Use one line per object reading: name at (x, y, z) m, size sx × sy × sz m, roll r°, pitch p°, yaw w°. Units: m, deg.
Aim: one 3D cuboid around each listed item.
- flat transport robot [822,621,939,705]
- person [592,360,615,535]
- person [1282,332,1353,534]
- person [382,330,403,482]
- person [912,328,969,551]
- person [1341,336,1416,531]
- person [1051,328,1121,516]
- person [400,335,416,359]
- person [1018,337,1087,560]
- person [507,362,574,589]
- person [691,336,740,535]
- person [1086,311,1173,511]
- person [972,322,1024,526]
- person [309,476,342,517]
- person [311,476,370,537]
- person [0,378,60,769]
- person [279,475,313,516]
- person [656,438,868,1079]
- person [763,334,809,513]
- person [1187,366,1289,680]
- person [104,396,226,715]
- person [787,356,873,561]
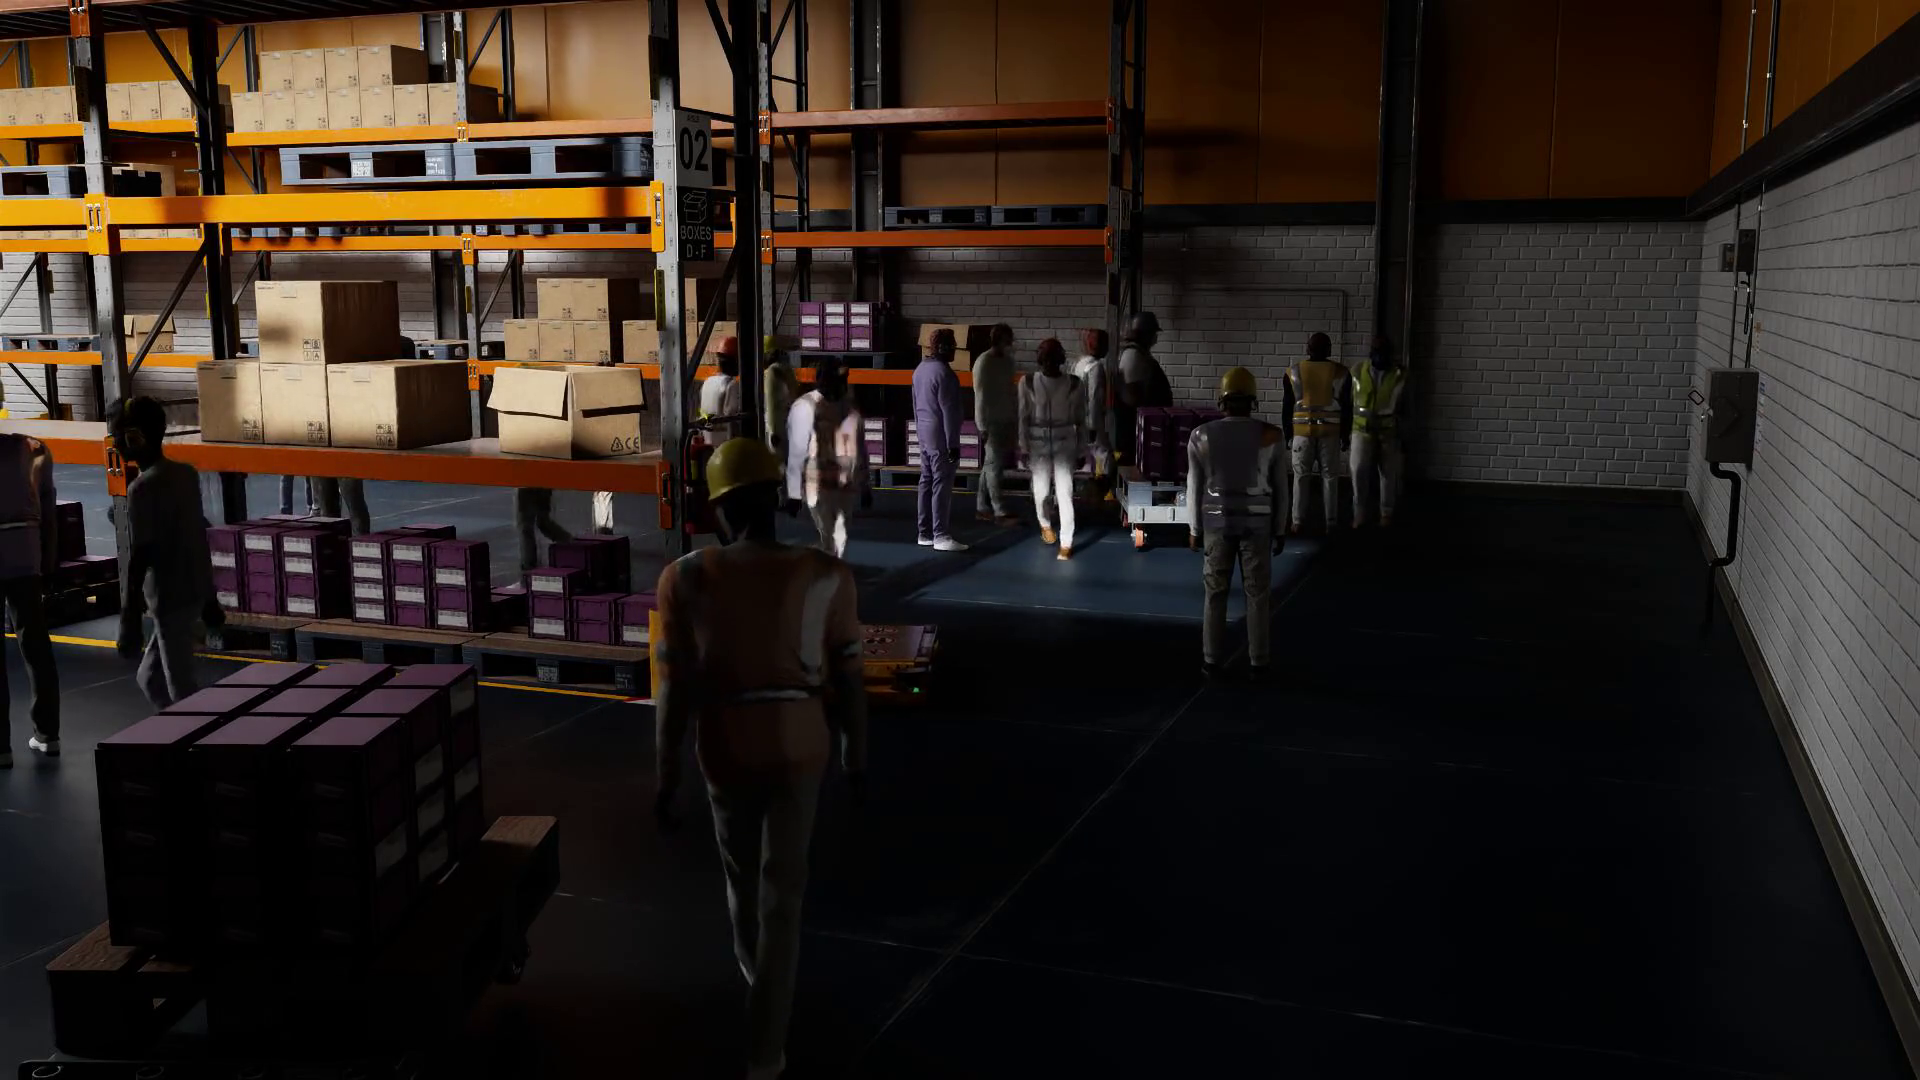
flat transport robot at (-0.482, 0.692, 9.633) m, size 0.652 × 0.197 × 1.431 m, roll 0°, pitch 9°, yaw 2°
person at (-3.006, -0.697, 14.093) m, size 0.307 × 1.641 × 0.514 m, roll -3°, pitch 10°, yaw -18°
person at (3.247, -0.965, 15.143) m, size 0.633 × 1.843 × 0.429 m, roll 2°, pitch 9°, yaw 11°
person at (-6.500, -1.600, 18.883) m, size 0.489 × 1.918 × 0.640 m, roll 3°, pitch 9°, yaw 17°
person at (-0.154, -0.859, 14.276) m, size 0.403 × 1.906 × 0.651 m, roll -4°, pitch 10°, yaw -26°
person at (3.844, -0.977, 15.362) m, size 0.674 × 1.796 × 0.757 m, roll 4°, pitch 10°, yaw 22°
person at (1.346, -1.149, 16.317) m, size 1.015 × 1.828 × 0.593 m, roll -3°, pitch 9°, yaw -17°
person at (-6.725, -1.763, 19.676) m, size 0.622 × 1.991 × 0.389 m, roll -4°, pitch 10°, yaw -22°
person at (0.788, -0.790, 14.040) m, size 0.579 × 1.853 × 0.777 m, roll 1°, pitch 9°, yaw 7°
person at (-3.093, -0.459, 12.337) m, size 0.564 × 1.728 × 0.489 m, roll 2°, pitch 9°, yaw 12°
person at (-1.921, -0.708, 13.440) m, size 1.014 × 1.879 × 0.572 m, roll -8°, pitch 12°, yaw -41°
person at (1.715, -1.249, 16.303) m, size 0.828 × 2.000 × 0.686 m, roll 2°, pitch 9°, yaw 15°
person at (0.379, -1.106, 15.788) m, size 0.498 × 1.934 × 0.643 m, roll 5°, pitch 10°, yaw 28°
person at (-5.843, -1.005, 15.090) m, size 0.372 × 1.940 × 0.627 m, roll -9°, pitch 13°, yaw -44°
person at (-4.902, -0.685, 13.084) m, size 0.642 × 1.938 × 0.361 m, roll 2°, pitch 9°, yaw 14°
person at (-4.627, 0.132, 7.979) m, size 0.369 × 1.928 × 0.585 m, roll 6°, pitch 11°, yaw 32°
person at (-6.127, -0.972, 15.450) m, size 0.523 × 1.760 × 0.329 m, roll -8°, pitch 12°, yaw -40°
person at (-0.593, 0.631, 5.027) m, size 0.629 × 1.859 × 0.938 m, roll -1°, pitch 9°, yaw -7°
person at (-1.701, -1.123, 16.319) m, size 0.682 × 1.797 × 0.599 m, roll 2°, pitch 9°, yaw 13°
person at (1.617, -0.093, 9.690) m, size 0.586 × 1.834 × 0.403 m, roll 2°, pitch 9°, yaw 12°
person at (-3.478, 0.300, 7.211) m, size 0.631 × 1.833 × 0.541 m, roll 0°, pitch 9°, yaw -2°
person at (-0.857, -0.330, 11.217) m, size 0.464 × 1.816 × 0.735 m, roll 6°, pitch 11°, yaw 35°
